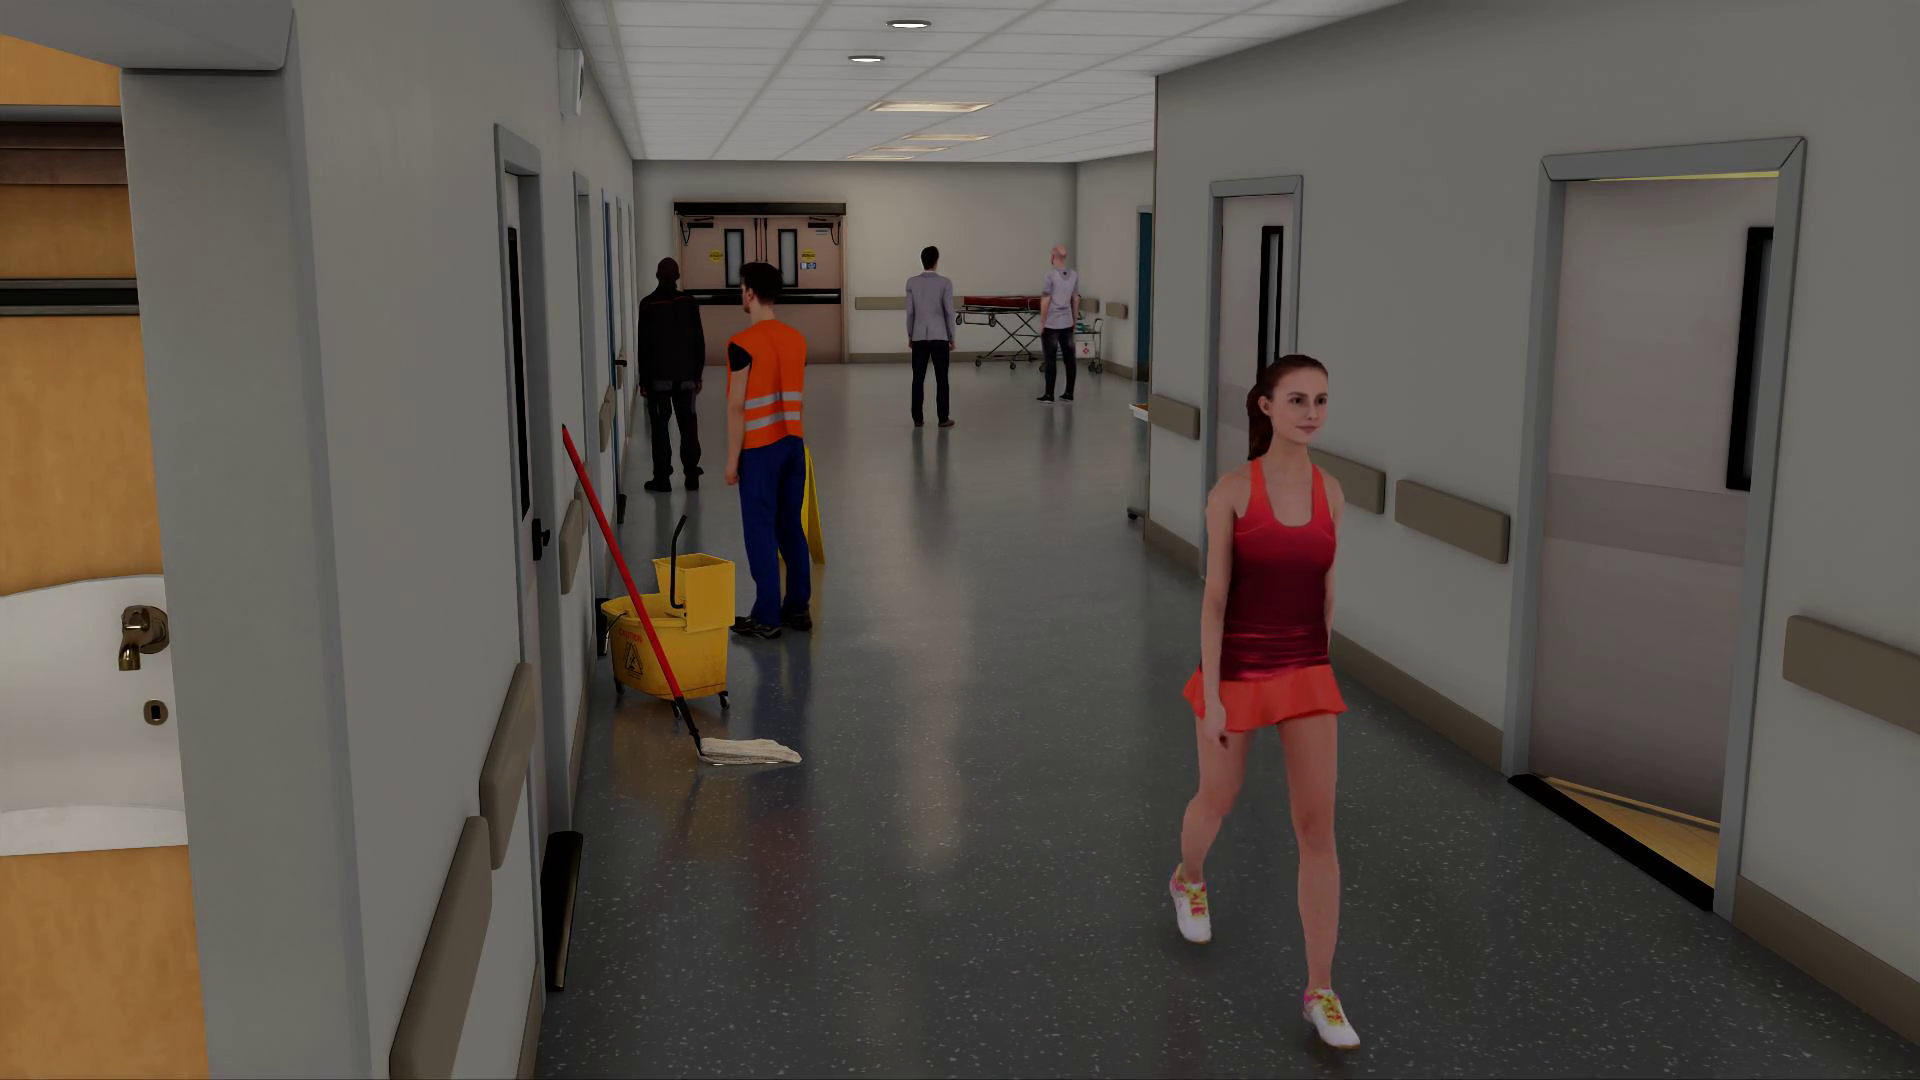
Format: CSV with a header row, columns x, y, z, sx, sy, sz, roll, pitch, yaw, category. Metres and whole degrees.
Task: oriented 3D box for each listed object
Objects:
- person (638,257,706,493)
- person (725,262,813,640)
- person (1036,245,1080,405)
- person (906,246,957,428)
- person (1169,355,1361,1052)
x,y,z,sx,sy,sz,roll,pitch,yaw,category
-2.262,-1.298,13.026,0.769,1.824,0.714,-5,12,-26,person
-0.954,-0.455,8.428,0.835,1.881,0.782,8,13,37,person
1.150,-2.534,19.507,0.744,1.836,0.726,-7,13,-33,person
-0.308,-2.106,17.205,0.754,1.852,0.722,2,11,12,person
0.778,0.384,4.458,0.569,1.713,1.149,-2,11,-9,person
